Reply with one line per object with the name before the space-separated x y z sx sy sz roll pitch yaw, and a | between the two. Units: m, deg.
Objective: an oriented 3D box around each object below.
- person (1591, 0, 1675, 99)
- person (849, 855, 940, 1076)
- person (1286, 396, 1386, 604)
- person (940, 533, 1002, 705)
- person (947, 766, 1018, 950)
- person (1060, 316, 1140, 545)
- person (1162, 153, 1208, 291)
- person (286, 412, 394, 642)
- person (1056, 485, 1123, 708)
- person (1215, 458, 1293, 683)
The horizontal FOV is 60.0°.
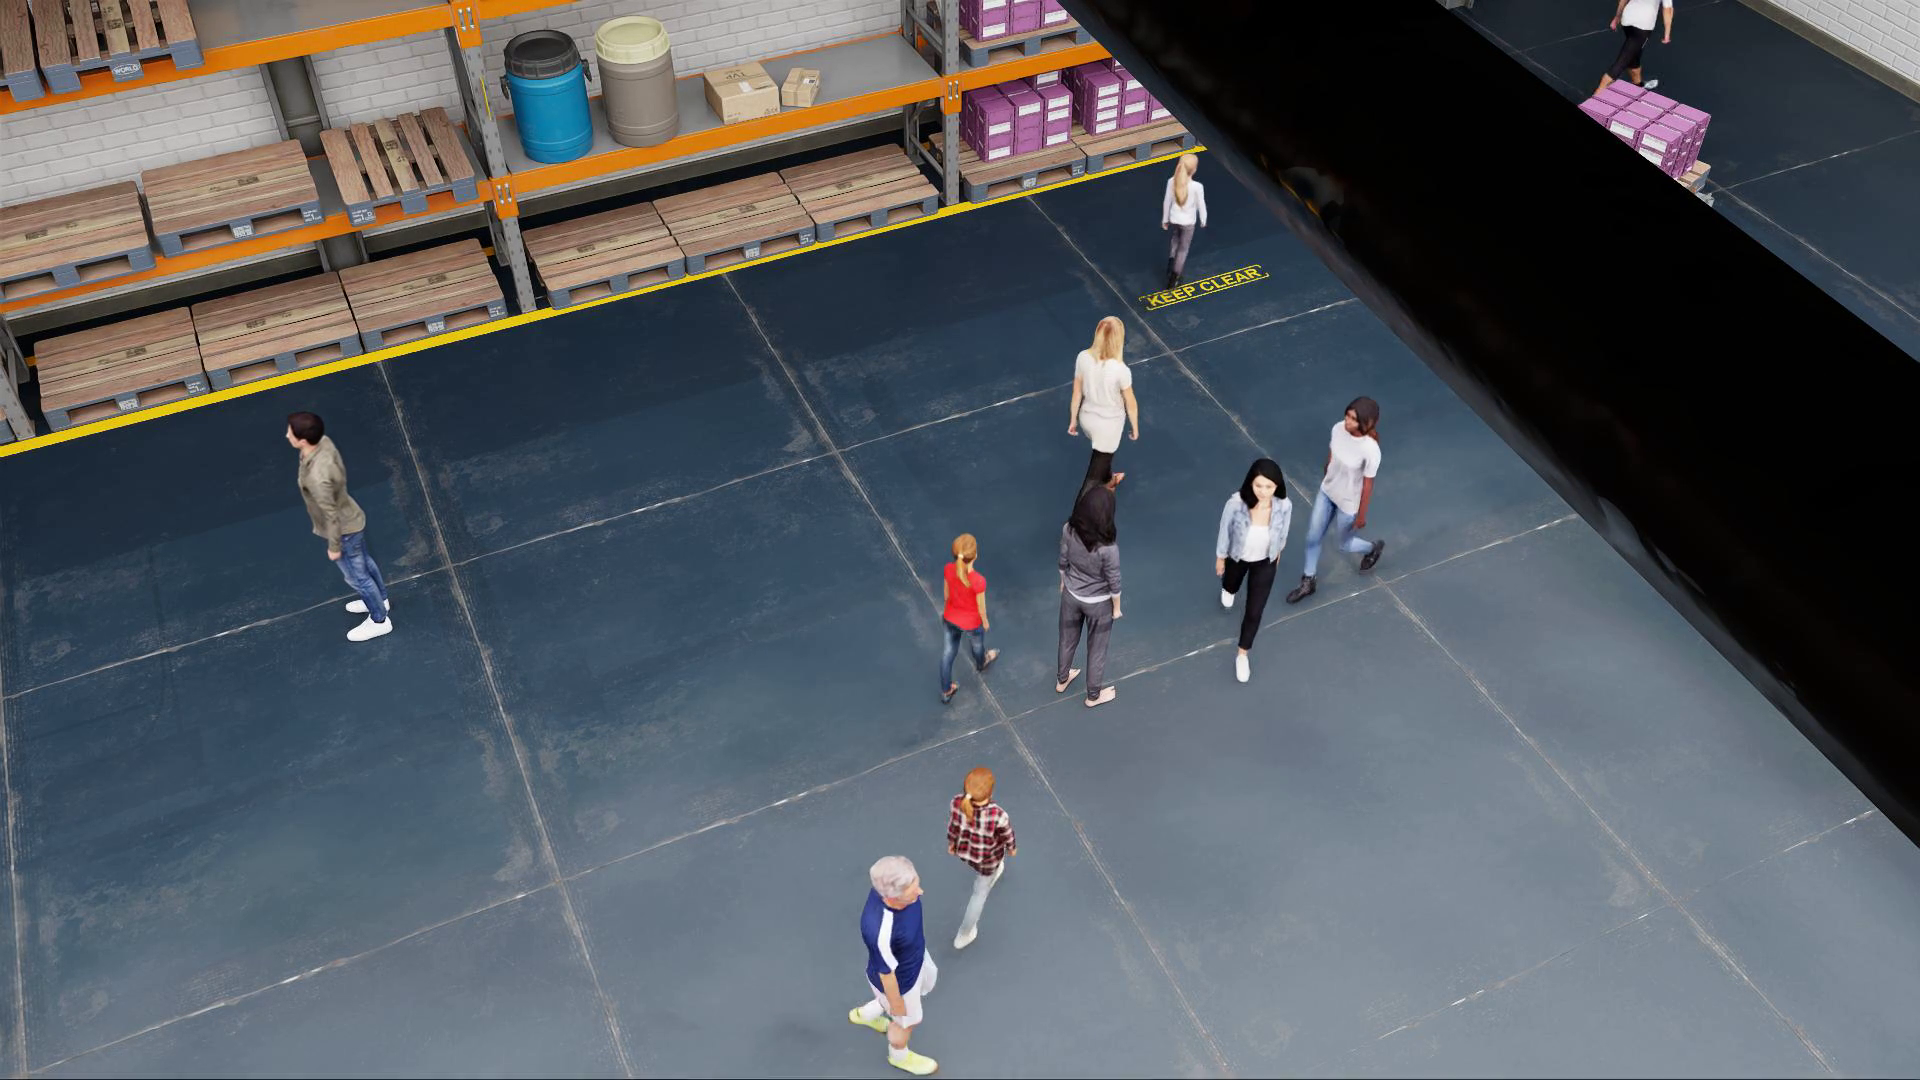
person | 6.505 -4.975 16.115 1.169 1.809 0.681 -17 46 -17
person | -0.396 2.180 8.592 0.906 1.827 0.841 5 44 5
person | 2.650 -0.287 11.275 1.043 1.698 0.675 -24 49 -23
person | -0.020 0.553 10.691 0.724 1.287 0.861 27 50 25
person | 0.094 1.791 9.396 0.841 1.281 0.977 22 48 21
person | 0.948 -0.732 11.682 1.054 1.780 1.266 24 48 23
person | 1.858 -2.676 14.094 0.610 1.269 0.675 26 49 25
person | -4.072 -0.100 10.958 0.632 1.864 0.743 -11 45 -11
person | 0.809 0.361 10.547 0.671 1.763 0.663 28 50 26
person | 1.897 0.070 10.911 1.114 1.682 1.005 3 44 3
